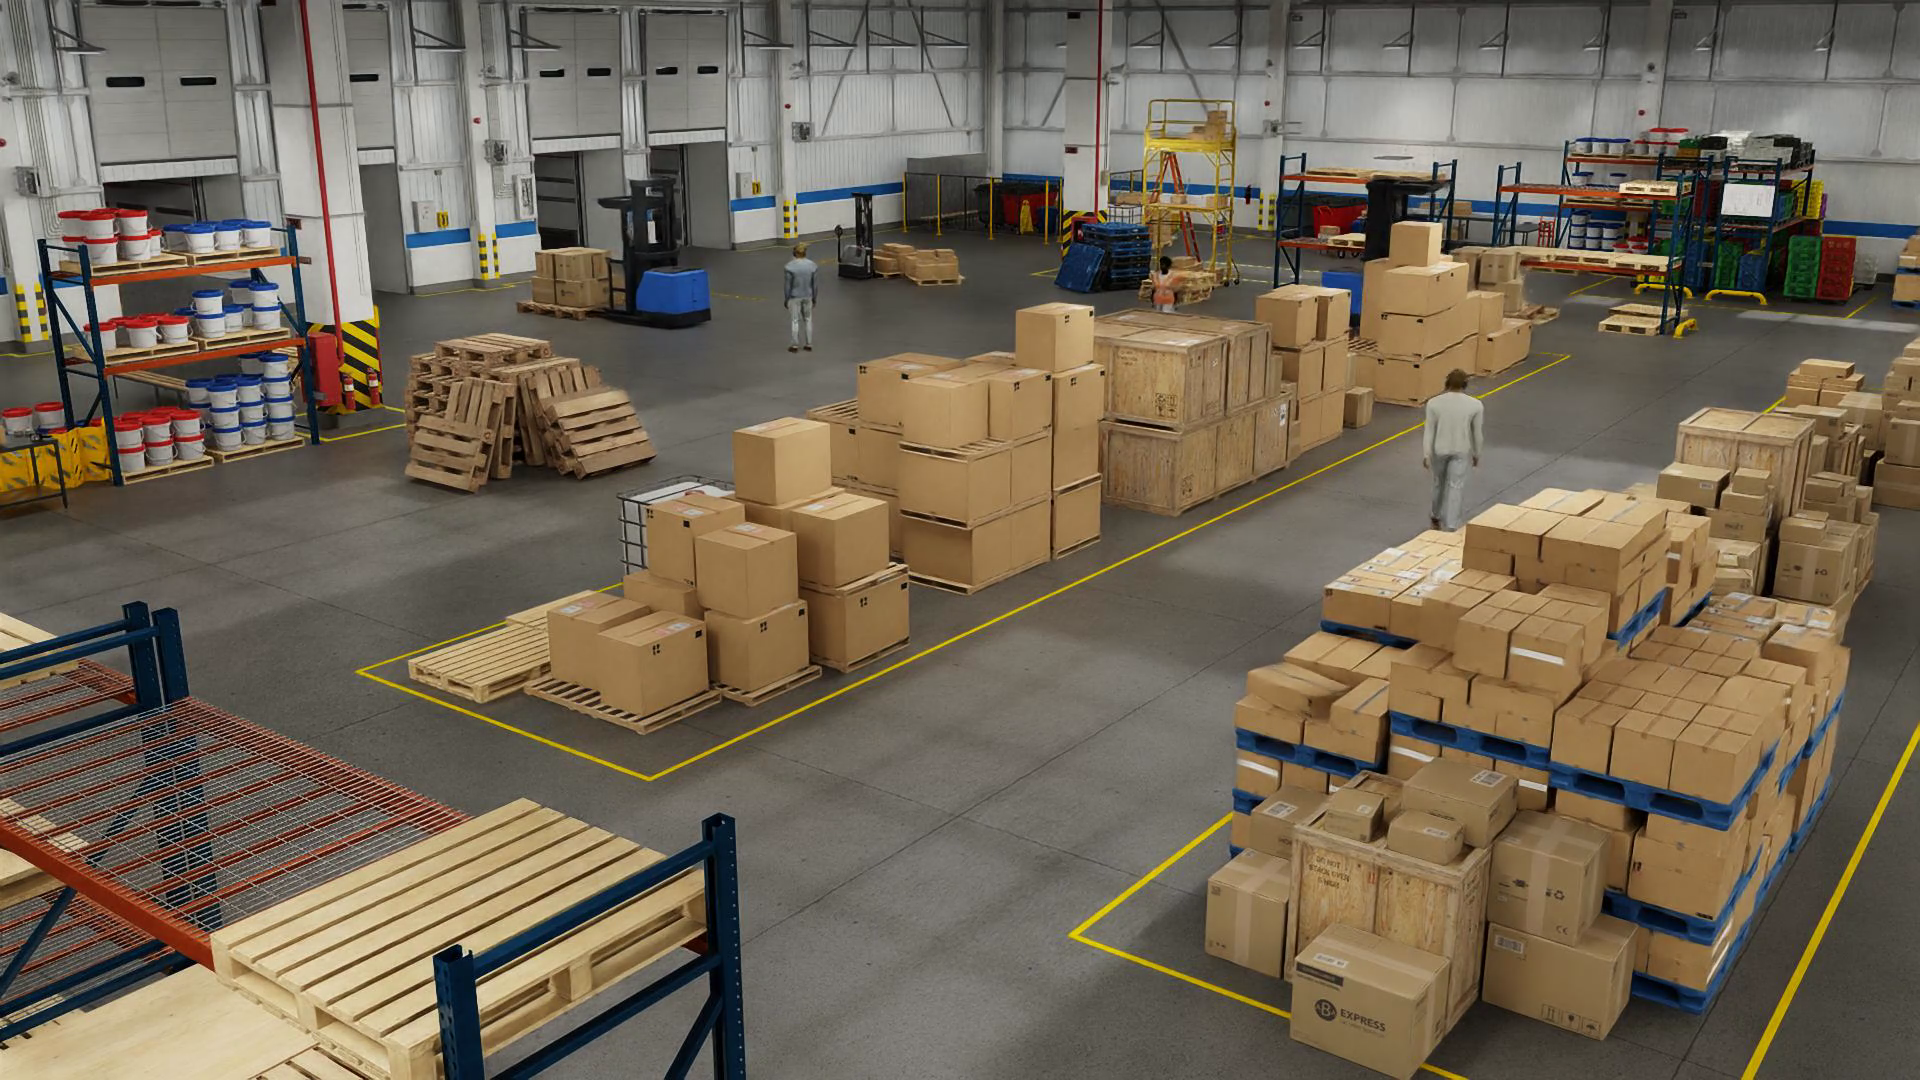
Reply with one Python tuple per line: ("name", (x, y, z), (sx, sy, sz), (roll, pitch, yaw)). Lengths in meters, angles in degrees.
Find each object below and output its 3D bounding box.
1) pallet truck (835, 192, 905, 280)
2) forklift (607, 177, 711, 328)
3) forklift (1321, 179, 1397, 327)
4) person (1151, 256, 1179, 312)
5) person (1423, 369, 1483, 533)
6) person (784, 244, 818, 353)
("pallet truck", (-1.936, -7.159, 38.982), (1.885, 1.965, 0.823), (-12, 21, -34))
("forklift", (-5.919, -5.658, 32.509), (1.873, 2.768, 1.129), (12, 21, 35))
("forklift", (8.022, -5.512, 32.025), (1.873, 2.768, 1.129), (10, 19, 29))
("person", (3.743, -4.329, 30.160), (0.541, 1.681, 0.706), (13, 21, 36))
("person", (5.531, -0.975, 18.707), (0.646, 1.894, 1.018), (4, 17, 13))
("person", (-2.832, -4.307, 29.664), (0.639, 1.926, 0.367), (-8, 19, -25))
